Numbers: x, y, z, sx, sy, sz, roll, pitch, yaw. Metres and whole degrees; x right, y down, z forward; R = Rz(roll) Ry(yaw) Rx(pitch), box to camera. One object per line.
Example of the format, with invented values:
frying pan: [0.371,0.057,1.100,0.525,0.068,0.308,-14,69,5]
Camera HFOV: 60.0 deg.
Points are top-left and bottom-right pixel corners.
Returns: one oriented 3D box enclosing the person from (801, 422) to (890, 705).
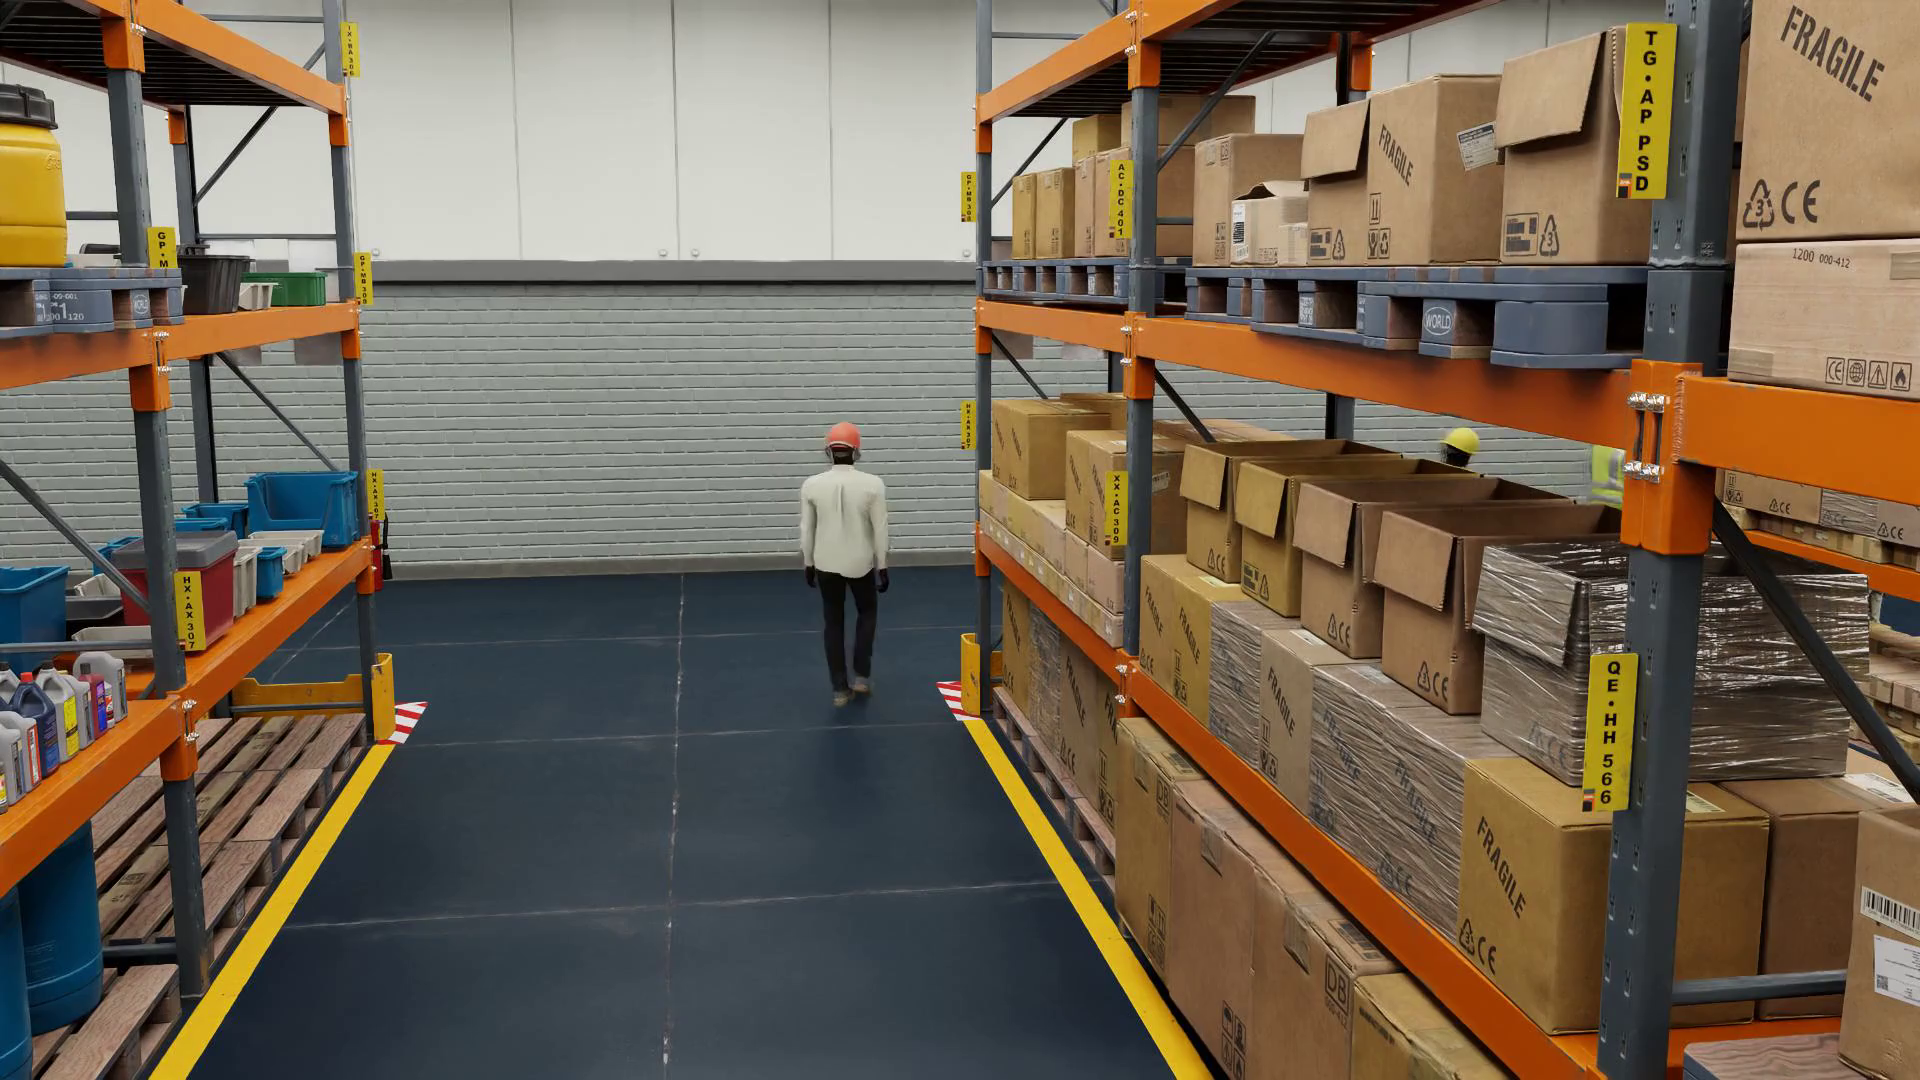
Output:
person: [-0.797,0.153,11.741,0.652,1.973,0.628,1,9,6]

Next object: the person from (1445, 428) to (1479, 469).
person: [3.629,0.110,12.360,0.607,1.873,0.725,5,10,27]

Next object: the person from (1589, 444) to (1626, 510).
person: [5.799,-0.260,14.832,0.794,1.815,0.644,-1,9,-9]

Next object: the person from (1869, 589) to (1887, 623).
person: [6.118,0.286,11.301,0.510,1.860,0.334,-5,10,-26]
